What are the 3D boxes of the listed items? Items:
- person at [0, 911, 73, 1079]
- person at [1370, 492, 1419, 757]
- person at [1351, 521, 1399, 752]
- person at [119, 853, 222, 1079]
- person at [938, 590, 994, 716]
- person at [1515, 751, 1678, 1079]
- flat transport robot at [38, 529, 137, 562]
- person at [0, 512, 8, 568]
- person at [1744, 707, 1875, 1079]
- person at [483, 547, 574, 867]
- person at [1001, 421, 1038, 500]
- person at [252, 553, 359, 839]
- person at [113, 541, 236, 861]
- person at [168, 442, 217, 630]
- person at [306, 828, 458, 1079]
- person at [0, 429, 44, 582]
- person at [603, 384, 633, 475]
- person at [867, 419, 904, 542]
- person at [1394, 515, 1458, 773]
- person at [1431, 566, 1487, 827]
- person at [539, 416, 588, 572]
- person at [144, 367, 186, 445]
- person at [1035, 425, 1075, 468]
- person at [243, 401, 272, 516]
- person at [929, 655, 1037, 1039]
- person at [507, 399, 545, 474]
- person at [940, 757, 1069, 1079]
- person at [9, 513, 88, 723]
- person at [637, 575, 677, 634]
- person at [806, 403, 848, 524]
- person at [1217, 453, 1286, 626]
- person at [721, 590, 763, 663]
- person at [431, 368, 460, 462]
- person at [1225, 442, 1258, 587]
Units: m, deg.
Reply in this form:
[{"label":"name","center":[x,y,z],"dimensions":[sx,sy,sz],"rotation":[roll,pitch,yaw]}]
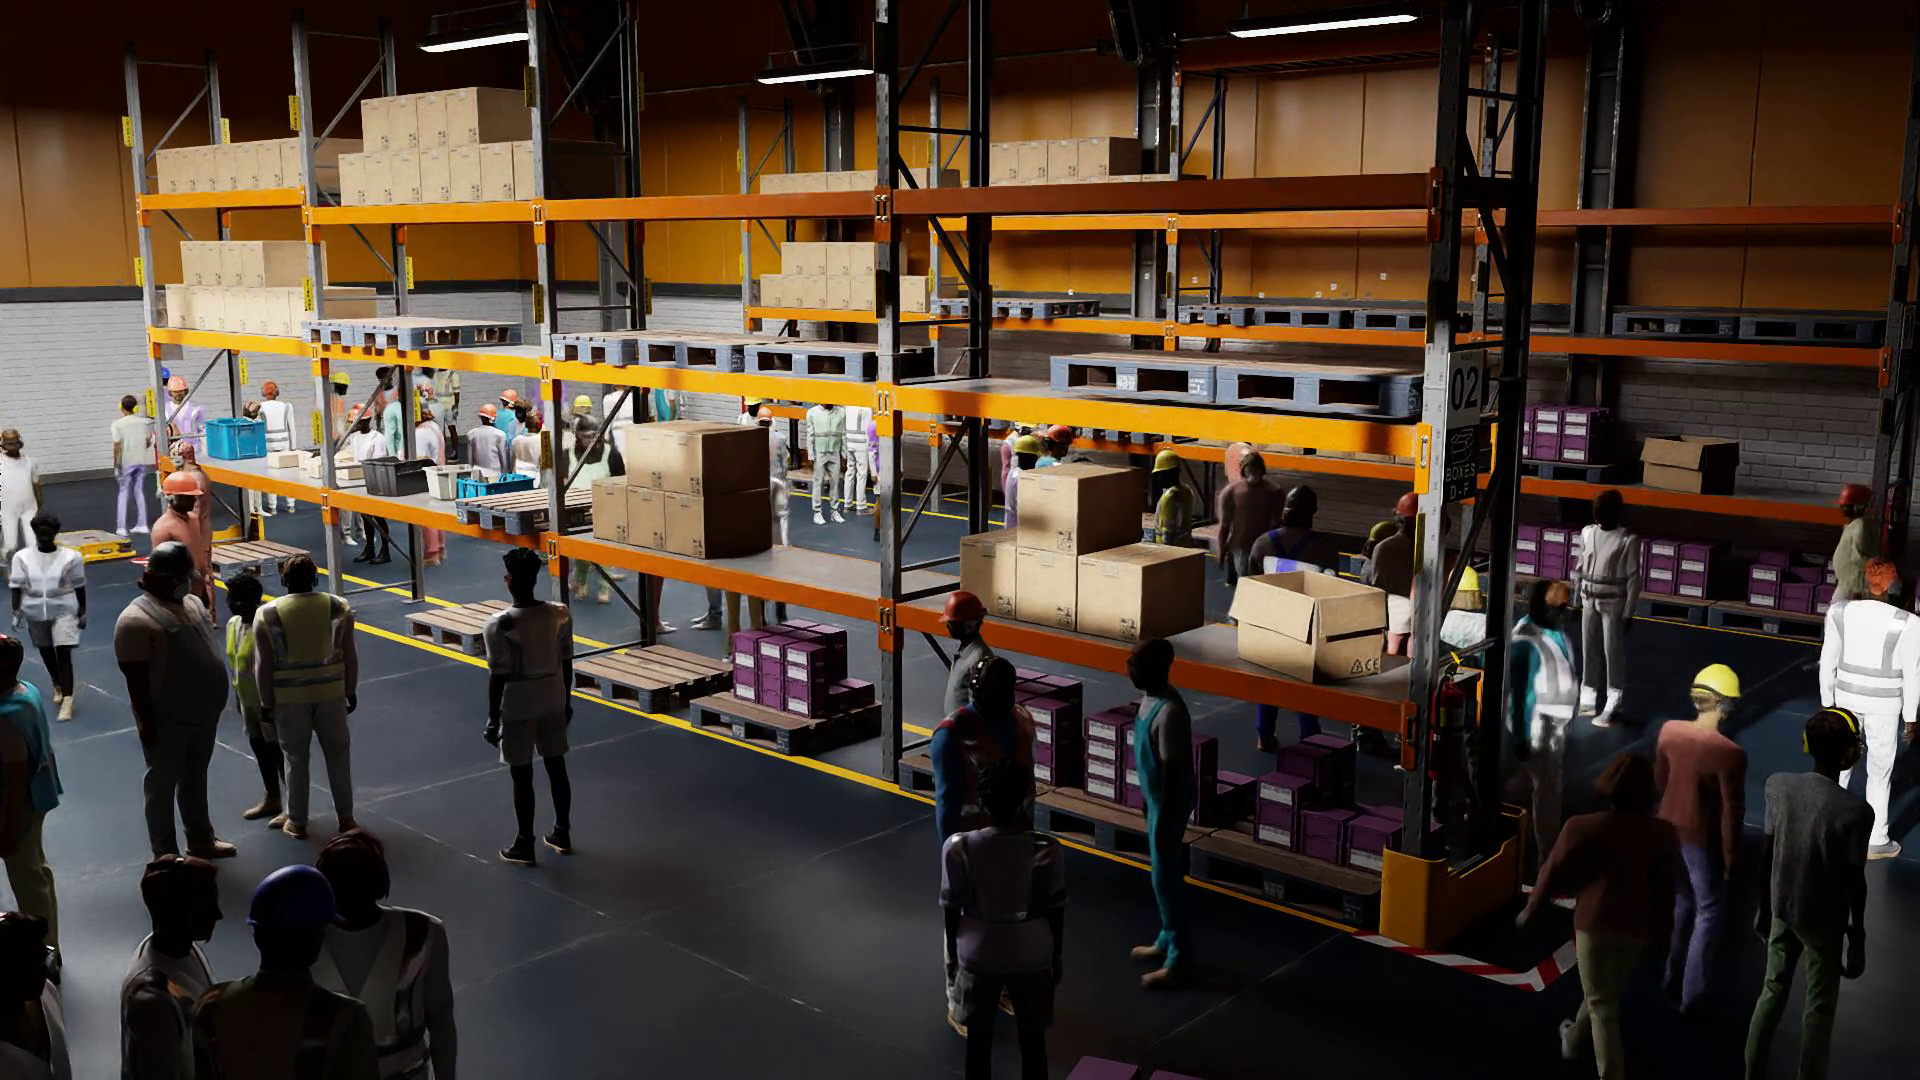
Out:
[{"label":"person","center":[-2.873,1.993,5.028],"dimensions":[0.392,1.834,0.565],"rotation":[-1,10,-3]},{"label":"person","center":[3.309,0.620,12.357],"dimensions":[0.619,1.986,0.410],"rotation":[-6,11,-29]},{"label":"person","center":[3.142,0.721,12.488],"dimensions":[0.321,1.738,0.486],"rotation":[1,10,3]},{"label":"person","center":[-2.492,1.910,5.362],"dimensions":[0.359,1.879,0.586],"rotation":[-3,11,-18]},{"label":"person","center":[0.045,1.161,9.971],"dimensions":[0.350,1.744,0.565],"rotation":[-2,10,-11]},{"label":"person","center":[2.801,1.703,7.331],"dimensions":[0.591,1.579,0.847],"rotation":[-1,10,-5]},{"label":"flat transport robot","center":[-10.707,0.059,20.361],"dimensions":[1.431,0.197,0.652],"rotation":[9,14,42]},{"label":"person","center":[-11.413,-0.471,19.512],"dimensions":[0.520,1.630,0.324],"rotation":[2,10,9]},{"label":"person","center":[3.609,1.619,7.065],"dimensions":[0.328,1.861,0.507],"rotation":[-5,11,-27]},{"label":"person","center":[-2.631,1.012,10.176],"dimensions":[0.366,1.967,0.603],"rotation":[9,14,43]},{"label":"person","center":[0.762,-0.624,19.860],"dimensions":[0.590,1.823,0.407],"rotation":[-6,12,-31]},{"label":"person","center":[-4.172,0.992,10.650],"dimensions":[0.623,1.844,0.429],"rotation":[-6,12,-30]},{"label":"person","center":[-4.685,0.998,10.046],"dimensions":[0.538,2.000,0.681],"rotation":[2,10,11]},{"label":"person","center":[-7.453,-0.005,16.118],"dimensions":[0.404,1.903,0.635],"rotation":[-3,10,-15]},{"label":"person","center":[-1.983,1.869,5.575],"dimensions":[0.584,1.879,0.337],"rotation":[-2,10,-10]},{"label":"person","center":[-10.268,-0.320,18.116],"dimensions":[0.523,1.825,0.562],"rotation":[-8,13,-38]},{"label":"person","center":[-5.122,-1.623,25.452],"dimensions":[0.587,1.850,0.768],"rotation":[-7,12,-34]},{"label":"person","center":[-0.926,-0.917,21.220],"dimensions":[0.387,1.924,0.549],"rotation":[9,14,42]},{"label":"person","center":[3.375,0.729,11.909],"dimensions":[0.391,1.922,0.593],"rotation":[5,11,28]},{"label":"person","center":[3.229,1.024,10.773],"dimensions":[0.486,1.737,0.323],"rotation":[-1,10,-8]},{"label":"person","center":[-4.552,-0.528,19.050],"dimensions":[0.650,1.905,0.645],"rotation":[9,13,40]},{"label":"person","center":[-12.067,-1.657,25.322],"dimensions":[0.605,1.949,0.400],"rotation":[-7,12,-34]},{"label":"person","center":[0.955,-0.142,16.522],"dimensions":[0.403,2.035,0.606],"rotation":[-4,11,-22]},{"label":"person","center":[-9.807,-1.104,23.071],"dimensions":[0.309,1.640,0.511],"rotation":[0,10,3]},{"label":"person","center":[0.150,1.456,8.019],"dimensions":[0.619,1.845,0.430],"rotation":[-9,13,-41]},{"label":"person","center":[-5.580,-0.907,21.416],"dimensions":[0.631,1.836,0.429],"rotation":[5,11,28]},{"label":"person","center":[0.184,1.728,6.888],"dimensions":[0.529,1.697,0.321],"rotation":[1,10,5]},{"label":"person","center":[-7.360,0.594,13.473],"dimensions":[0.538,1.660,0.841],"rotation":[-3,10,-15]},{"label":"person","center":[-3.004,-0.024,16.219],"dimensions":[0.410,1.908,0.598],"rotation":[-6,12,-31]},{"label":"person","center":[-1.818,-1.176,22.710],"dimensions":[0.587,1.913,0.397],"rotation":[-5,11,-27]},{"label":"person","center":[2.732,0.106,15.598],"dimensions":[0.647,1.879,1.004],"rotation":[-2,10,-12]},{"label":"person","center":[-1.961,0.324,15.011],"dimensions":[0.507,1.630,0.268],"rotation":[2,10,10]},{"label":"person","center":[-9.036,-2.339,29.148],"dimensions":[0.602,1.959,0.368],"rotation":[4,11,22]},{"label":"person","center":[3.129,-0.420,18.277],"dimensions":[0.368,1.966,0.603],"rotation":[-4,11,-20]}]
